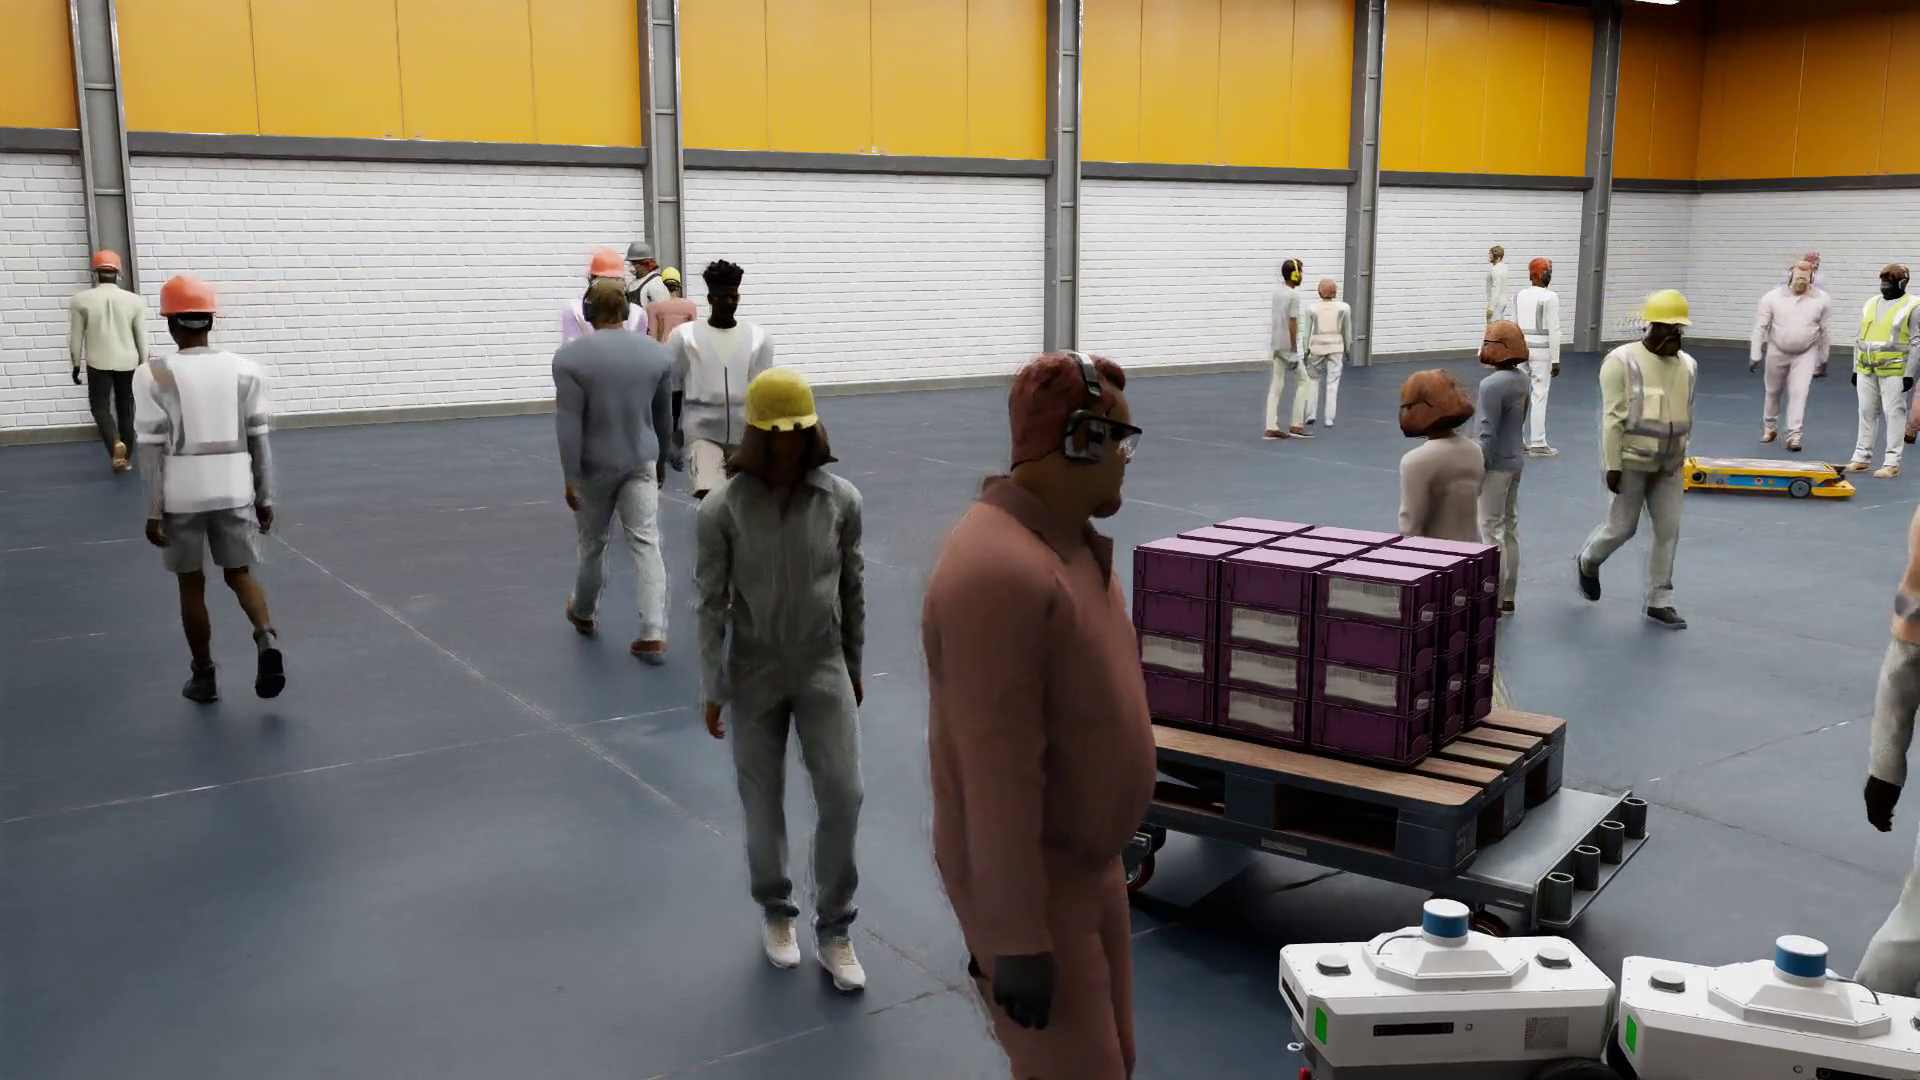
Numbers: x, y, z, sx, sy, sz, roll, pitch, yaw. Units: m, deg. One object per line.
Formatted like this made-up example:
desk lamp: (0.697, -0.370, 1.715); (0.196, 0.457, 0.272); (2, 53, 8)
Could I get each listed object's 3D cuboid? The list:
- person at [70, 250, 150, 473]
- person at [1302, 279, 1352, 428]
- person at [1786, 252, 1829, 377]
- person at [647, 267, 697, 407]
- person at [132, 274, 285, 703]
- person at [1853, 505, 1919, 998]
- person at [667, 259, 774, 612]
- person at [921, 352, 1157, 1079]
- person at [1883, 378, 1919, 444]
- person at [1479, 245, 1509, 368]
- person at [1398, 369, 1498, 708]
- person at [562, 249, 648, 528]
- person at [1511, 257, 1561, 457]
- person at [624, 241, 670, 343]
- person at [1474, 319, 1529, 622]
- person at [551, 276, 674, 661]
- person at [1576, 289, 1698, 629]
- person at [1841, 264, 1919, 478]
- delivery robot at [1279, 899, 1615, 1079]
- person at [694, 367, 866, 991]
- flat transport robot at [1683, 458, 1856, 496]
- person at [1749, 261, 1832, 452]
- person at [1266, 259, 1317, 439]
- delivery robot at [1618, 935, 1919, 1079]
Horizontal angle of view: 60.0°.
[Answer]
person: (-7.449, -1.558, 14.623); (0.621, 1.970, 0.782); (-7, 13, -35)
person: (4.037, -2.055, 18.308); (0.536, 1.620, 0.605); (2, 11, 11)
person: (12.460, -3.308, 24.524); (0.980, 1.860, 0.659); (-5, 12, -26)
person: (-2.956, -1.914, 17.122); (0.533, 1.768, 0.310); (-4, 11, -22)
person: (-3.270, -0.192, 7.275); (0.553, 1.922, 0.665); (-10, 14, -43)
person: (2.359, 0.486, 3.671); (0.631, 1.885, 0.583); (3, 11, 15)
person: (-1.280, -0.562, 9.197); (0.619, 1.938, 0.849); (-4, 11, -21)
person: (0.134, 0.601, 3.014); (0.477, 1.874, 0.711); (4, 11, 21)
person: (9.680, -1.844, 16.466); (0.876, 1.862, 0.685); (1, 10, 8)
person: (8.501, -3.699, 26.427); (0.371, 1.940, 0.627); (5, 12, 27)
person: (1.808, 0.164, 6.206); (0.512, 1.597, 0.742); (-7, 13, -36)
person: (-2.437, -1.010, 11.553); (0.613, 1.986, 1.048); (-4, 11, -21)
person: (5.475, -1.733, 15.810); (0.355, 1.882, 0.576); (-5, 12, -26)
person: (-3.282, -2.064, 17.187); (0.536, 2.000, 0.688); (-7, 12, -33)
person: (2.909, -0.375, 9.038); (0.279, 1.636, 0.500); (8, 13, 38)
person: (-1.738, -0.371, 8.365); (0.646, 1.884, 1.050); (-6, 12, -29)
person: (3.683, -0.454, 9.000); (0.584, 1.805, 0.689); (-2, 11, -12)
person: (8.026, -1.460, 14.455); (0.429, 1.849, 0.632); (-4, 11, -23)
delivery robot: (1.104, 1.070, 3.823); (0.707, 0.478, 0.477); (-1, 10, -4)
person: (-0.469, 0.408, 4.583); (0.502, 1.692, 0.612); (-3, 11, -17)
flat transport robot: (6.490, -0.529, 13.627); (1.431, 0.197, 0.652); (4, 11, 19)
person: (8.198, -1.825, 16.439); (0.696, 1.845, 1.029); (4, 11, 22)
person: (3.445, -1.954, 17.104); (0.673, 1.847, 0.565); (-4, 11, -20)
delivery robot: (1.816, 1.107, 3.625); (0.707, 0.478, 0.477); (4, 11, 22)
